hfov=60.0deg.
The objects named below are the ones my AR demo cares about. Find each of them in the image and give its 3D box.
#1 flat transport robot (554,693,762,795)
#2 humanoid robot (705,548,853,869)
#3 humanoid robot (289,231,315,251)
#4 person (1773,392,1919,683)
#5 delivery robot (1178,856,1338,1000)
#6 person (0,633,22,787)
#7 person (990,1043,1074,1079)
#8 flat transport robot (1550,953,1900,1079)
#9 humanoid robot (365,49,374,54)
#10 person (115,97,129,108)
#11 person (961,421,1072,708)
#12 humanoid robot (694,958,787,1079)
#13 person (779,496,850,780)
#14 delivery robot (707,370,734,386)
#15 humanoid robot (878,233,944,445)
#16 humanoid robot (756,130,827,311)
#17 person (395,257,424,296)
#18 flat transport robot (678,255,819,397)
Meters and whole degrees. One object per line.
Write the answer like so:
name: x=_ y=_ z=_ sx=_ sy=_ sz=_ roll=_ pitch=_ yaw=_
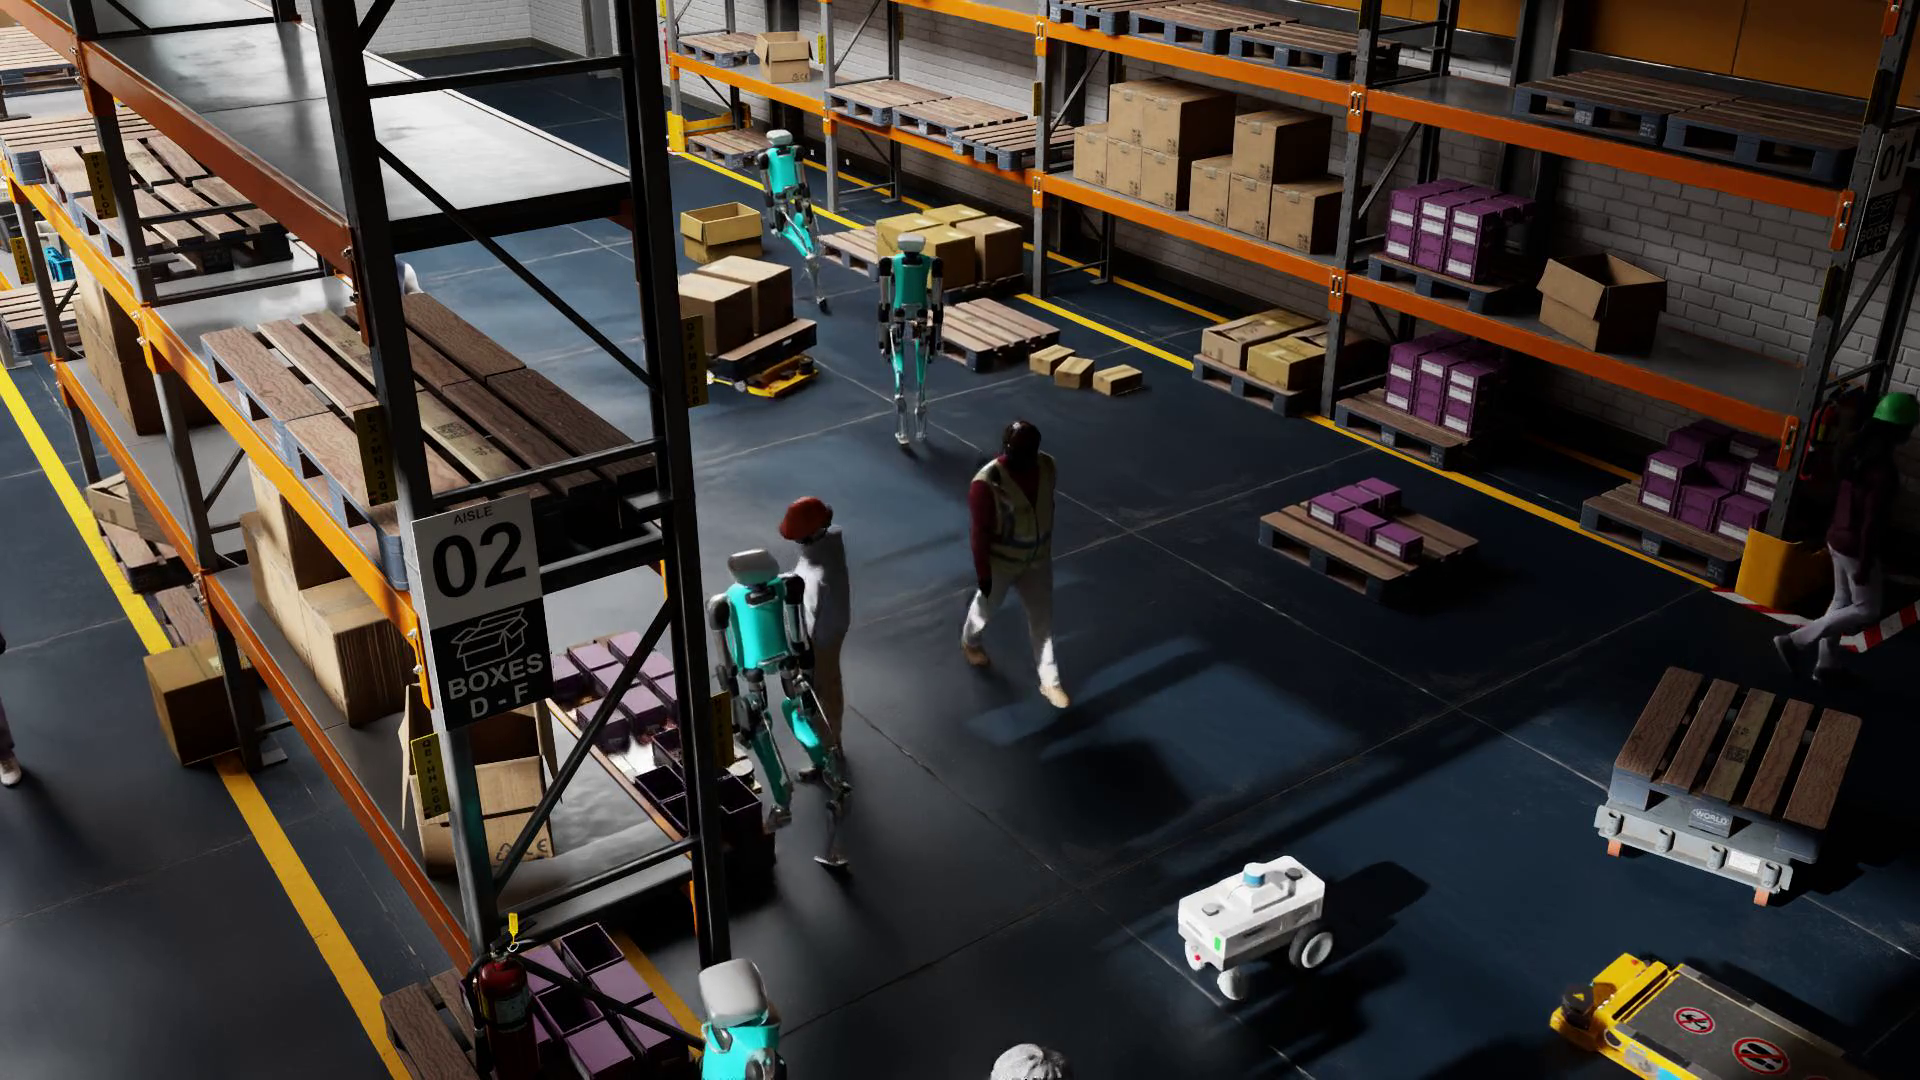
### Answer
flat transport robot: x=-1.788 y=1.184 z=9.633 sx=0.659 sy=0.231 sz=1.431 roll=-18 pitch=32 yaw=-31
humanoid robot: x=-0.860 y=0.952 z=8.451 sx=0.548 sy=1.765 sz=0.812 roll=-17 pitch=31 yaw=-30
humanoid robot: x=-6.241 y=-2.879 z=16.154 sx=0.607 sy=1.650 sz=0.464 roll=-16 pitch=31 yaw=-29
person: x=5.416 y=0.014 z=10.104 sx=0.504 sy=1.929 sz=0.501 roll=4 pitch=27 yaw=7
delivery robot: x=1.437 y=1.831 z=8.043 sx=0.781 sy=0.609 sz=0.521 roll=-15 pitch=30 yaw=-27
person: x=-5.589 y=0.546 z=9.082 sx=0.649 sy=1.904 sz=0.405 roll=-12 pitch=29 yaw=-22
person: x=0.155 y=2.377 z=5.530 sx=0.536 sy=1.818 sz=0.544 roll=-3 pitch=27 yaw=-6
flat transport robot: x=3.437 y=2.326 z=7.360 sx=0.659 sy=0.231 sz=1.431 roll=-21 pitch=34 yaw=-36
humanoid robot: x=-7.485 y=-5.433 z=21.278 sx=0.782 sy=1.625 sz=0.614 roll=-9 pitch=28 yaw=-17
person: x=-9.922 y=-4.866 z=19.976 sx=0.957 sy=1.780 sz=0.632 roll=0 pitch=27 yaw=0
person: x=0.309 y=0.080 z=10.139 sx=0.641 sy=1.795 sz=0.961 roll=-16 pitch=31 yaw=-29
humanoid robot: x=-1.009 y=2.277 z=5.798 sx=0.843 sy=1.746 sz=0.559 roll=-13 pitch=29 yaw=-24
person: x=-0.782 y=0.509 z=9.365 sx=0.341 sy=1.716 sz=0.632 roll=6 pitch=27 yaw=12
delivery robot: x=-2.095 y=-1.754 z=15.133 sx=0.500 sy=0.573 sz=0.744 roll=2 pitch=27 yaw=4
humanoid robot: x=-0.386 y=-1.515 z=13.371 sx=0.544 sy=1.778 sz=0.804 roll=-2 pitch=27 yaw=-3
humanoid robot: x=-1.550 y=-3.163 z=16.675 sx=0.555 sy=1.761 sz=1.007 roll=-20 pitch=33 yaw=-35
person: x=-4.691 y=-1.770 z=13.848 sx=0.771 sy=1.755 sz=0.449 roll=6 pitch=27 yaw=12
flat transport robot: x=-2.053 y=-1.608 z=15.186 sx=1.431 sy=0.231 sz=0.659 roll=16 pitch=31 yaw=29
